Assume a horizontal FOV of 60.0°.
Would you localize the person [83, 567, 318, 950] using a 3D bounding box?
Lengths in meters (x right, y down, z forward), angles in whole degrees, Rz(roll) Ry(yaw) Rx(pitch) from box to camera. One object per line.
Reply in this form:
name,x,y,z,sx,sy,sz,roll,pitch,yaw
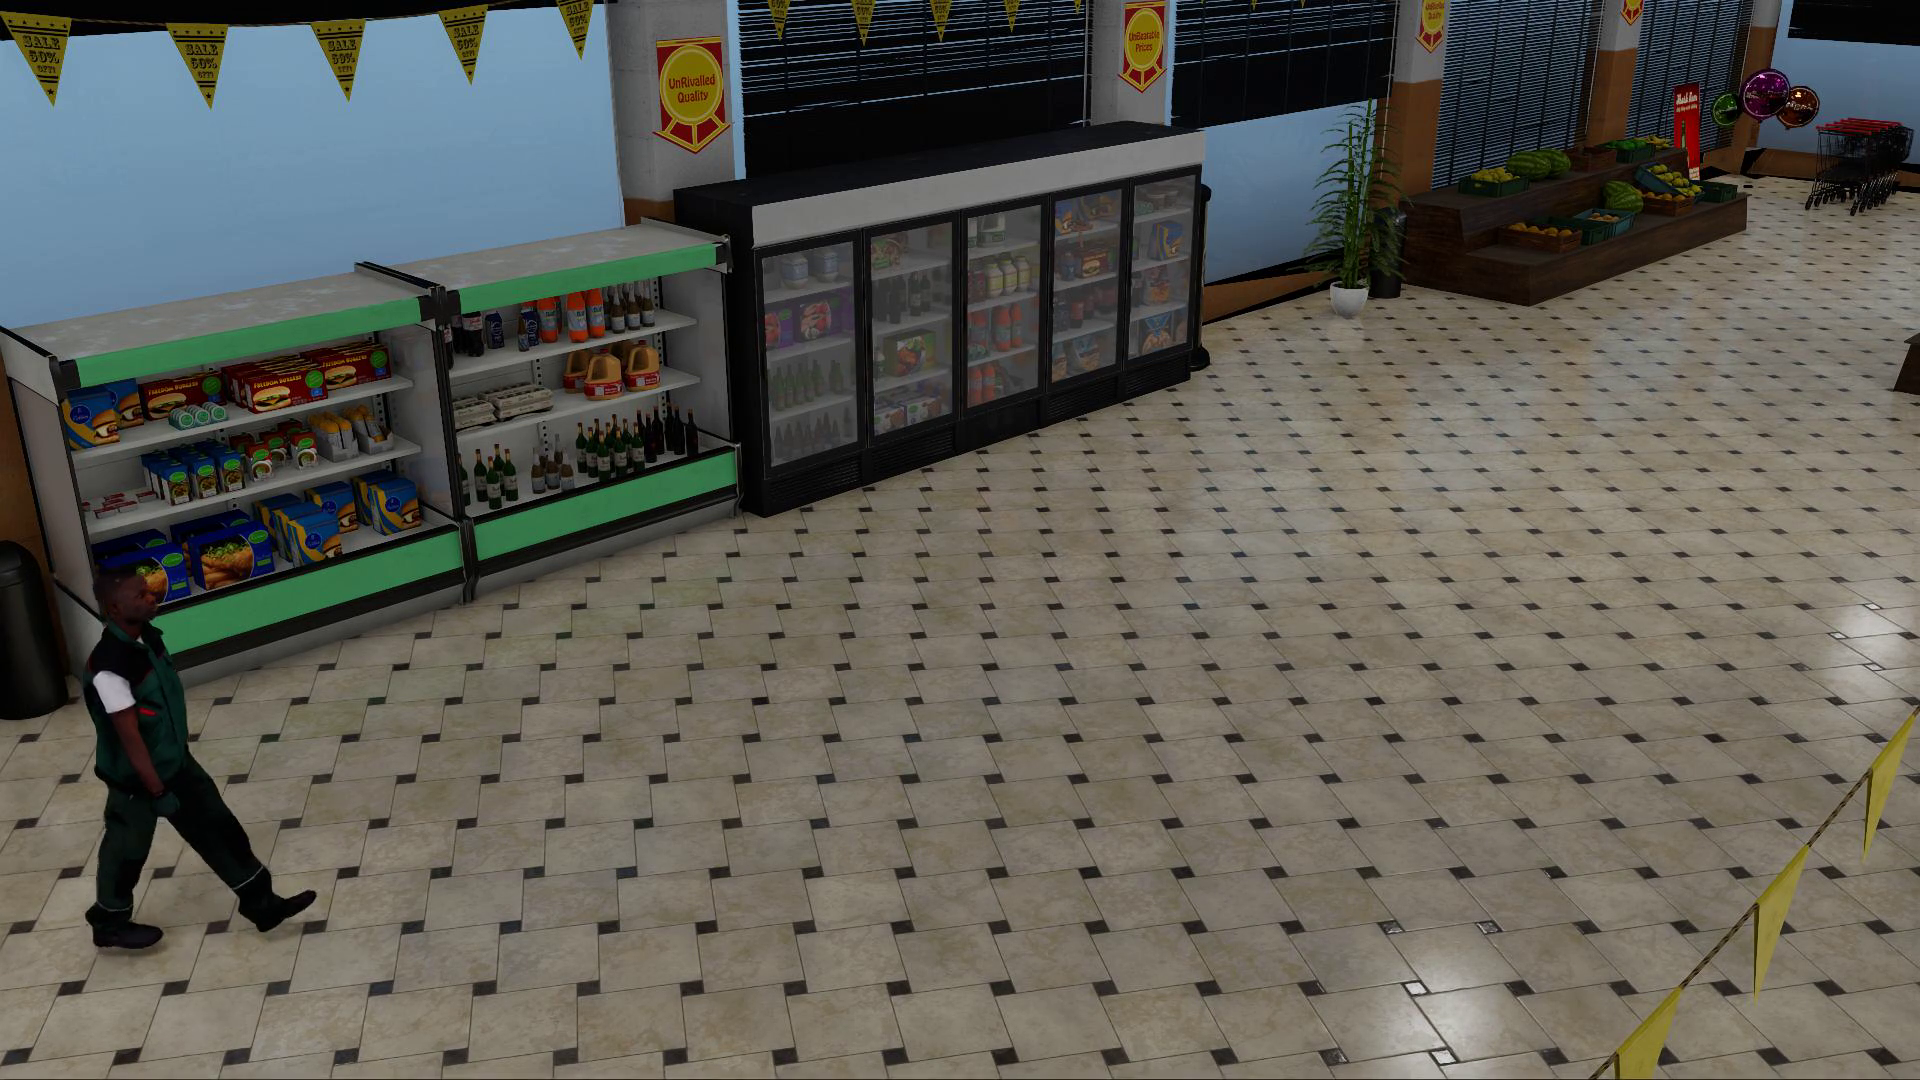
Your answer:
person,-3.512,0.992,7.019,1.291,1.778,1.171,-2,22,-5
